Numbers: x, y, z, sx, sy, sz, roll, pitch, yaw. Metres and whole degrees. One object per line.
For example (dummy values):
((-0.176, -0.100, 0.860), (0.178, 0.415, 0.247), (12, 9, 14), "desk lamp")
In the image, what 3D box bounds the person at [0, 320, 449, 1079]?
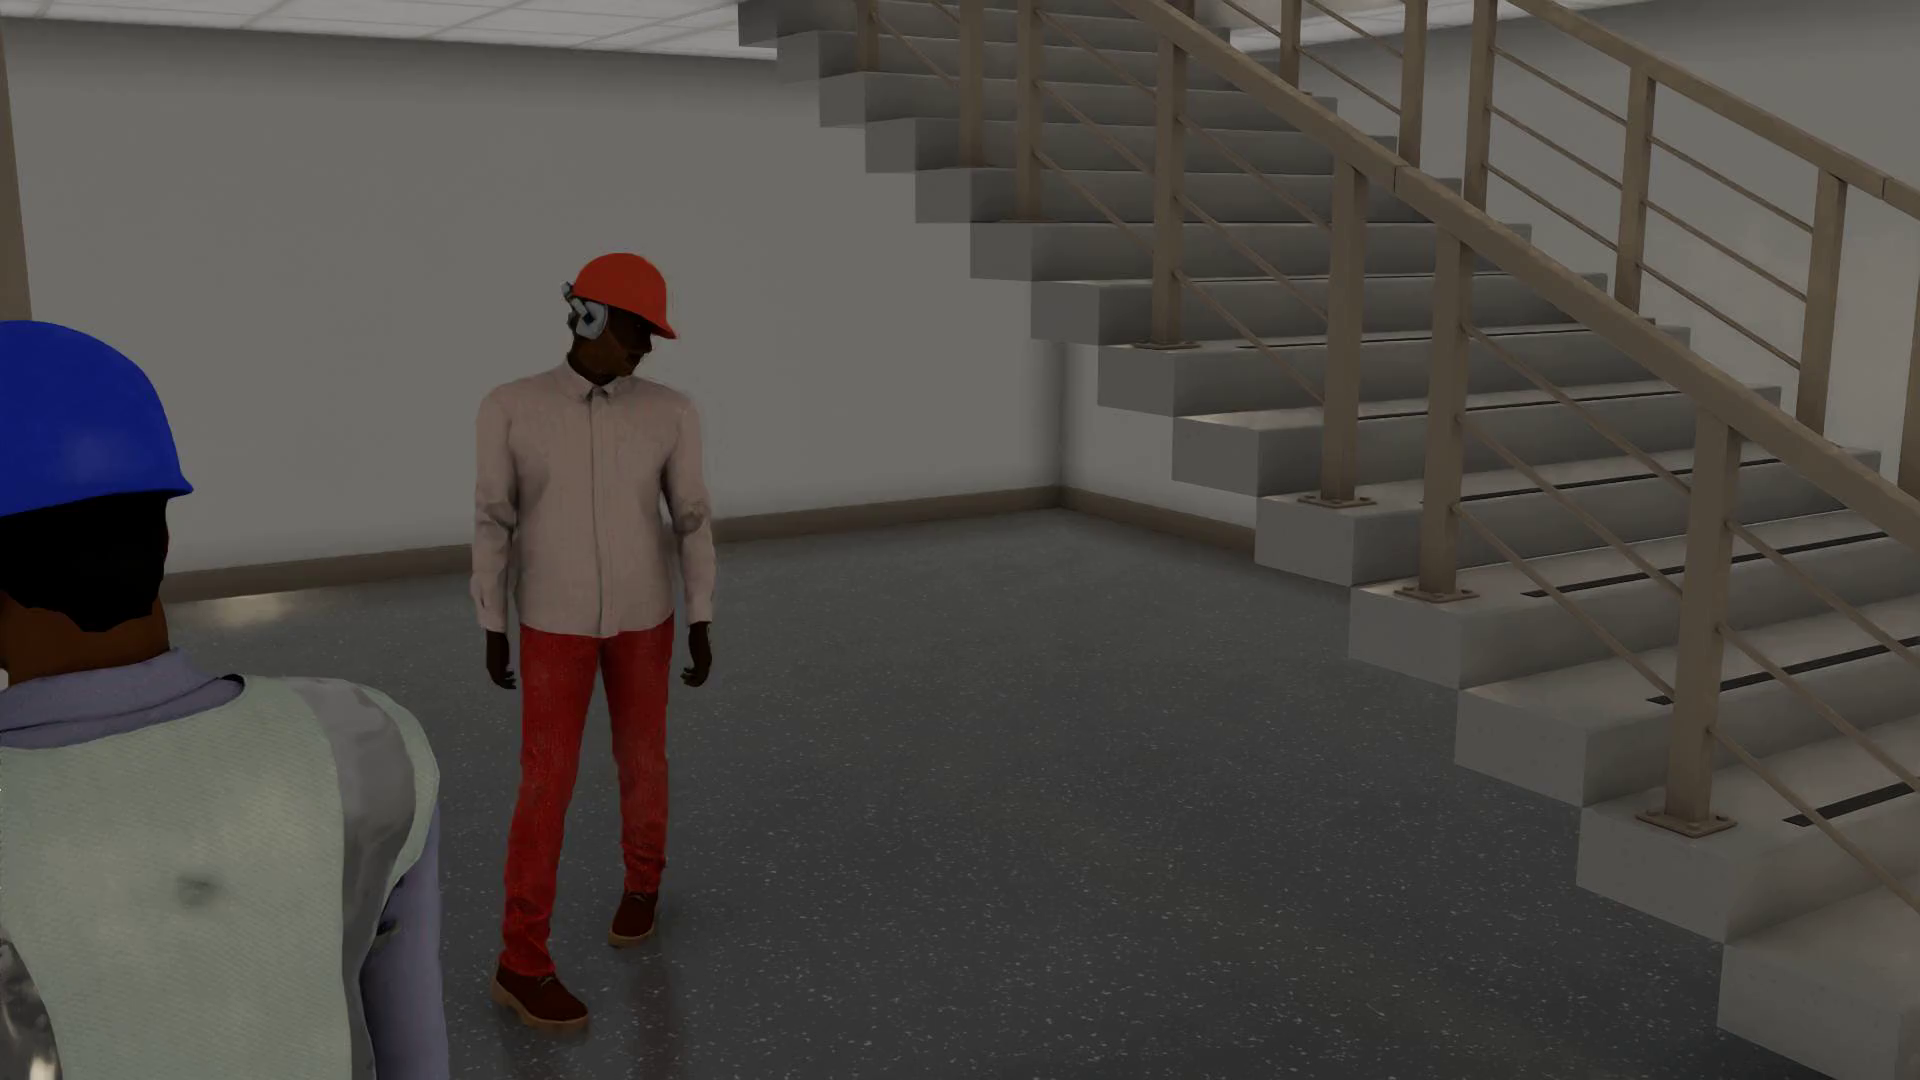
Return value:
((-0.741, 0.772, 1.550), (0.395, 1.940, 0.601), (8, 13, 36), "person")

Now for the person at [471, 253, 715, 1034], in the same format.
((-0.970, 0.229, 4.418), (0.684, 1.932, 0.703), (-5, 12, -24), "person")
